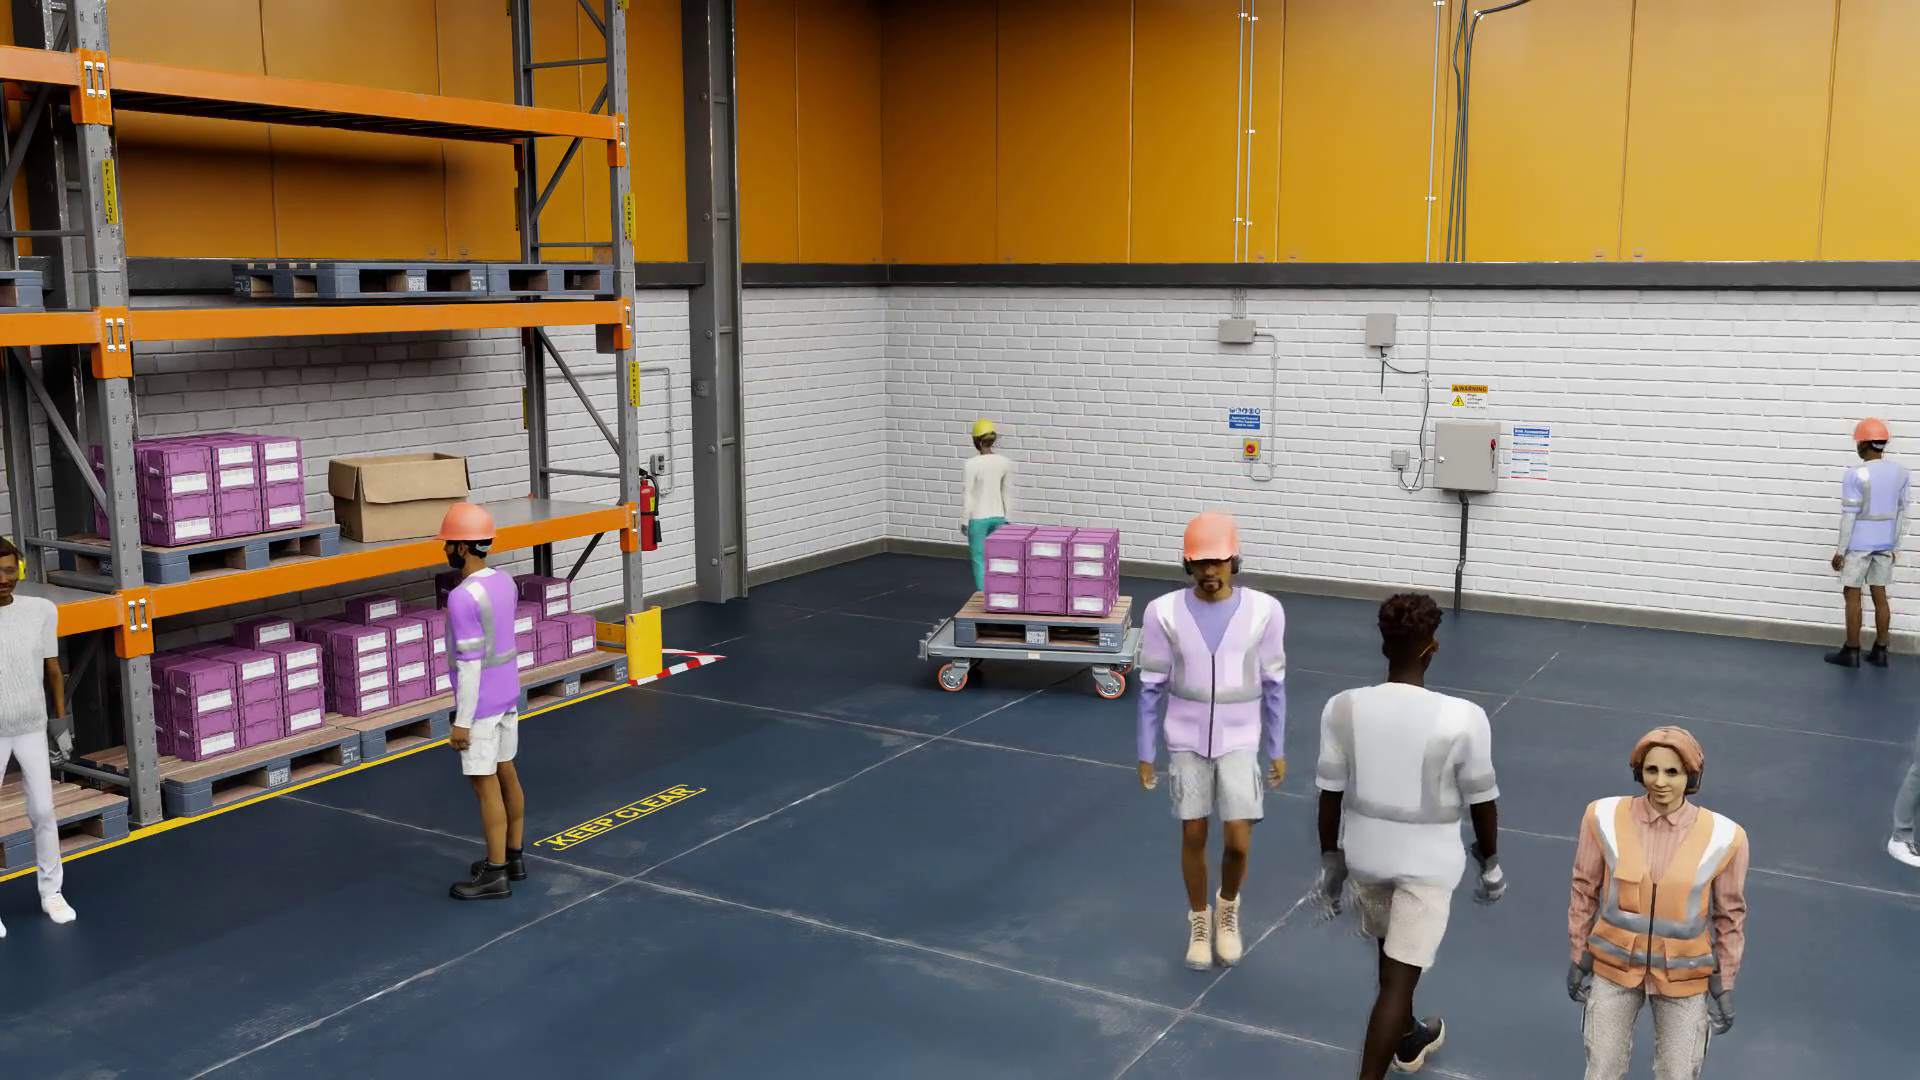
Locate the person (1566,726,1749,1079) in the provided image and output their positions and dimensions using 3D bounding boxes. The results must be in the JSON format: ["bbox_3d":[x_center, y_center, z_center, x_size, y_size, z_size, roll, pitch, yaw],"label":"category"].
[{"bbox_3d":[2.179,1.380,5.248,0.512,1.642,0.312,5,10,27],"label":"person"}]

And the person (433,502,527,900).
[{"bbox_3d":[-2.335,0.781,8.068,0.376,1.939,0.547,1,9,8],"label":"person"}]

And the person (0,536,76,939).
[{"bbox_3d":[-4.368,0.892,7.638,0.505,1.860,0.320,-8,12,-41],"label":"person"}]

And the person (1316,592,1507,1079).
[{"bbox_3d":[1.600,1.132,5.966,0.609,1.917,1.003,8,12,39],"label":"person"}]

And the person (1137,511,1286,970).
[{"bbox_3d":[1.083,0.878,7.182,0.646,2.025,0.443,2,9,11],"label":"person"}]

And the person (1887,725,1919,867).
[{"bbox_3d":[5.013,0.926,8.249,0.518,1.591,0.855,-2,9,-11],"label":"person"}]

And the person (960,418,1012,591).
[{"bbox_3d":[0.254,-0.198,14.767,0.525,1.755,0.468,-8,12,-39],"label":"person"}]

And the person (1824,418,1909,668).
[{"bbox_3d":[6.982,0.030,12.812,0.587,1.932,0.388,-2,9,-12],"label":"person"}]
